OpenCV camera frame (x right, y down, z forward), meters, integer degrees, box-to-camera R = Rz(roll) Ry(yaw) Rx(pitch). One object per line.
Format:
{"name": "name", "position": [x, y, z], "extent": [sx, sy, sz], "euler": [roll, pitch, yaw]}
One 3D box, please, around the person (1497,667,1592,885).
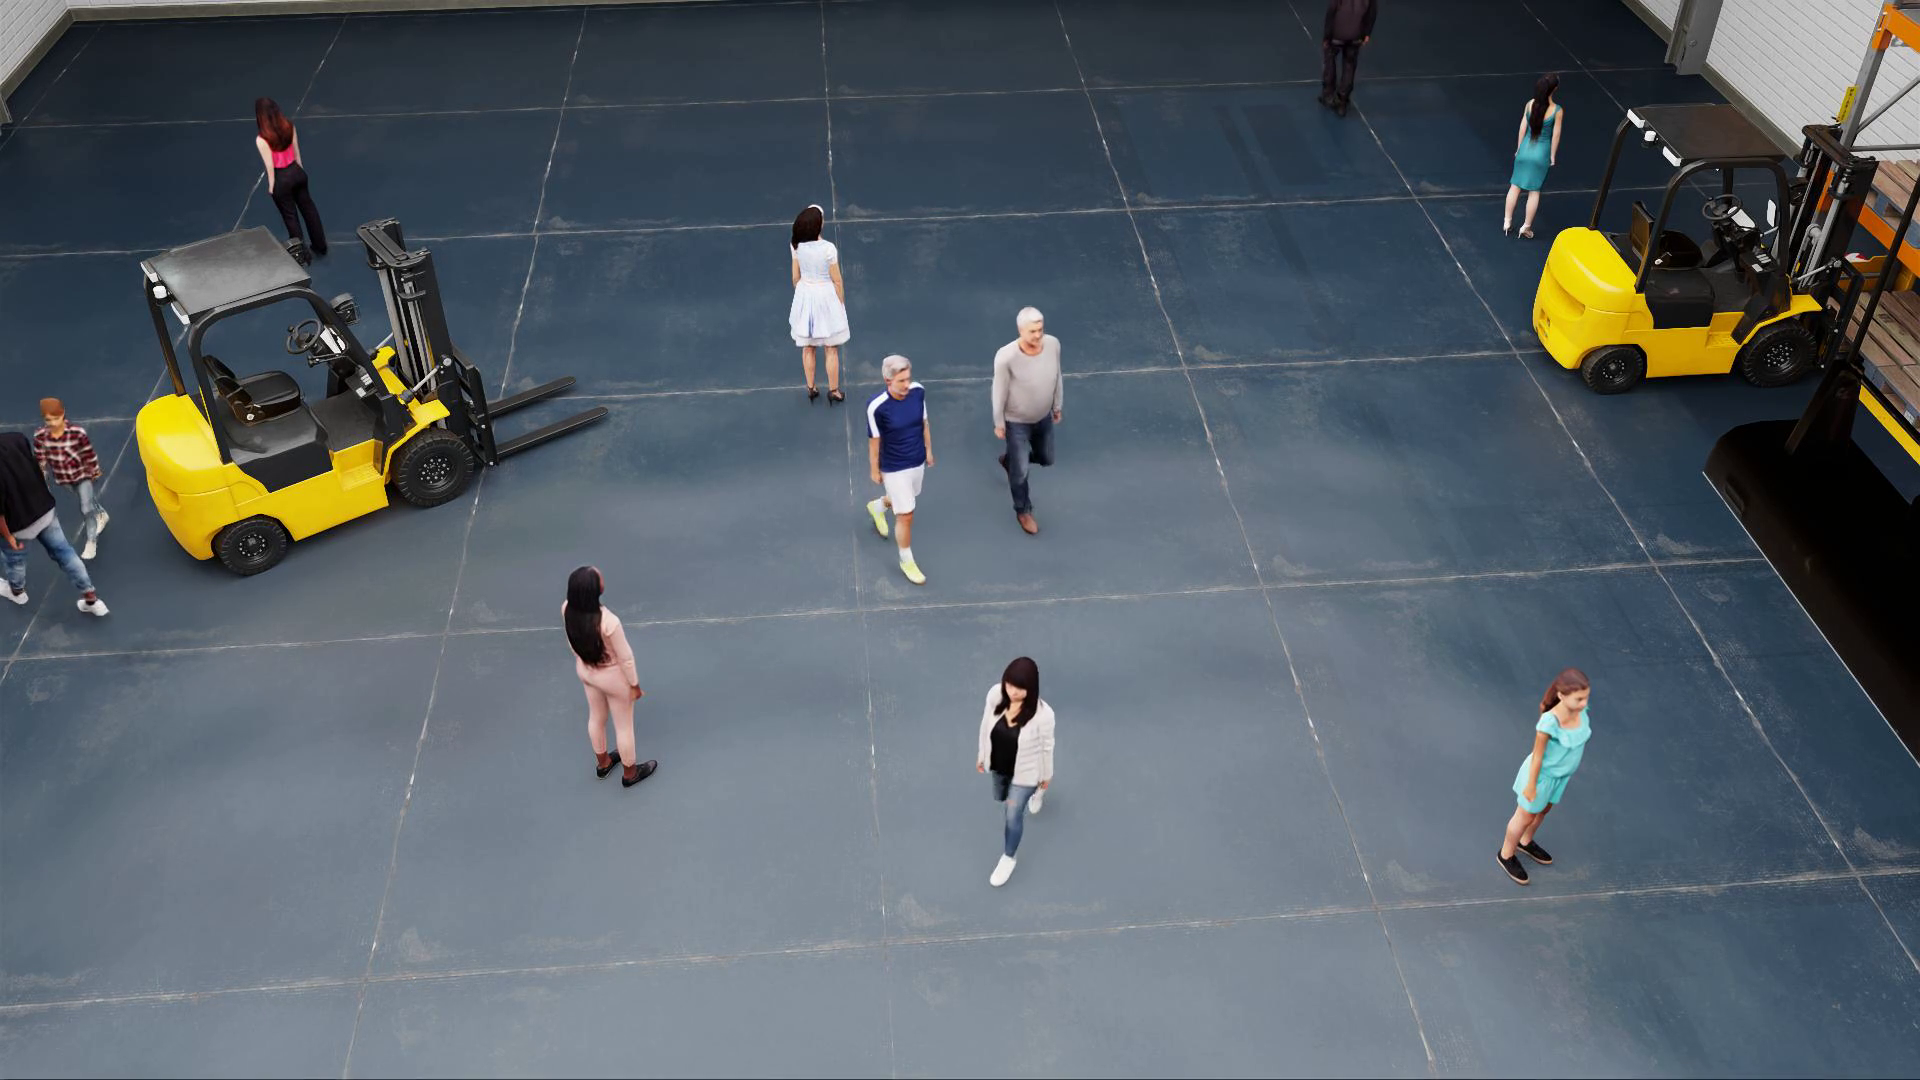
{"name": "person", "position": [3.465, 1.360, 9.808], "extent": [0.644, 1.558, 0.681], "euler": [-24, 45, -27]}

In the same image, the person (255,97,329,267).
{"name": "person", "position": [-6.341, -3.387, 15.669], "extent": [0.726, 1.660, 0.623], "euler": [18, 42, 21]}

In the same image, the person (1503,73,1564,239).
{"name": "person", "position": [5.537, -3.705, 16.046], "extent": [0.616, 1.687, 0.669], "euler": [26, 45, 29]}

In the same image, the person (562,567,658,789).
{"name": "person", "position": [-2.203, 0.850, 10.315], "extent": [0.701, 1.722, 0.726], "euler": [20, 43, 23]}

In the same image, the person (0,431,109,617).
{"name": "person", "position": [-6.415, -0.152, 11.529], "extent": [1.128, 1.772, 1.191], "euler": [18, 42, 21]}

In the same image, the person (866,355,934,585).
{"name": "person", "position": [-0.472, -0.606, 12.070], "extent": [1.028, 1.806, 1.170], "euler": [-29, 47, -31]}

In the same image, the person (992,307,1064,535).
{"name": "person", "position": [0.464, -0.969, 12.452], "extent": [0.965, 1.896, 1.090], "euler": [-19, 43, -23]}

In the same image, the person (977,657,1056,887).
{"name": "person", "position": [0.360, 1.274, 9.865], "extent": [0.965, 1.620, 1.058], "euler": [23, 44, 26]}

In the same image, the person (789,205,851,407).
{"name": "person", "position": [-1.167, -1.920, 13.707], "extent": [0.811, 1.817, 0.849], "euler": [10, 40, 13]}

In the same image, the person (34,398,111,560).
{"name": "person", "position": [-6.601, -0.539, 12.415], "extent": [0.526, 1.271, 0.878], "euler": [-2, 39, -3]}

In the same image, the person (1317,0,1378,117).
{"name": "person", "position": [4.261, -5.542, 18.245], "extent": [0.750, 1.814, 0.772], "euler": [0, 39, 0]}
